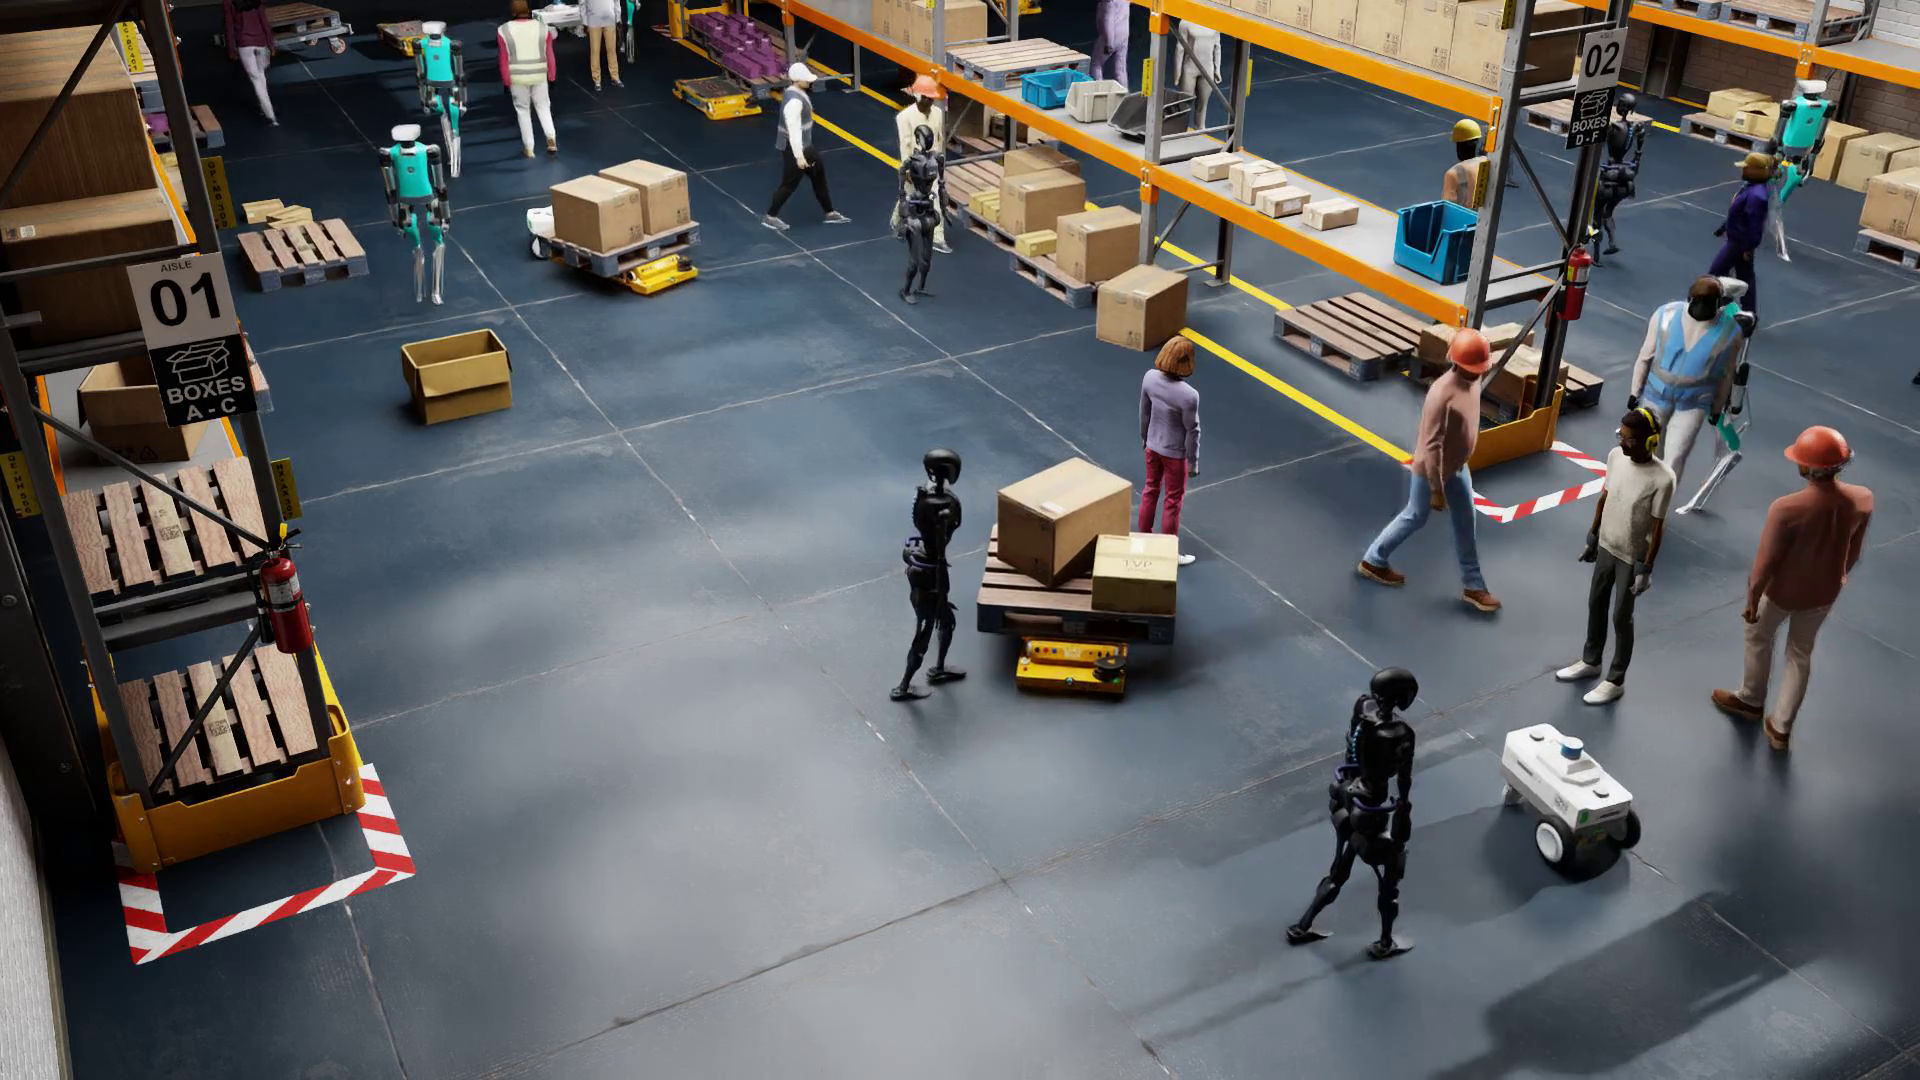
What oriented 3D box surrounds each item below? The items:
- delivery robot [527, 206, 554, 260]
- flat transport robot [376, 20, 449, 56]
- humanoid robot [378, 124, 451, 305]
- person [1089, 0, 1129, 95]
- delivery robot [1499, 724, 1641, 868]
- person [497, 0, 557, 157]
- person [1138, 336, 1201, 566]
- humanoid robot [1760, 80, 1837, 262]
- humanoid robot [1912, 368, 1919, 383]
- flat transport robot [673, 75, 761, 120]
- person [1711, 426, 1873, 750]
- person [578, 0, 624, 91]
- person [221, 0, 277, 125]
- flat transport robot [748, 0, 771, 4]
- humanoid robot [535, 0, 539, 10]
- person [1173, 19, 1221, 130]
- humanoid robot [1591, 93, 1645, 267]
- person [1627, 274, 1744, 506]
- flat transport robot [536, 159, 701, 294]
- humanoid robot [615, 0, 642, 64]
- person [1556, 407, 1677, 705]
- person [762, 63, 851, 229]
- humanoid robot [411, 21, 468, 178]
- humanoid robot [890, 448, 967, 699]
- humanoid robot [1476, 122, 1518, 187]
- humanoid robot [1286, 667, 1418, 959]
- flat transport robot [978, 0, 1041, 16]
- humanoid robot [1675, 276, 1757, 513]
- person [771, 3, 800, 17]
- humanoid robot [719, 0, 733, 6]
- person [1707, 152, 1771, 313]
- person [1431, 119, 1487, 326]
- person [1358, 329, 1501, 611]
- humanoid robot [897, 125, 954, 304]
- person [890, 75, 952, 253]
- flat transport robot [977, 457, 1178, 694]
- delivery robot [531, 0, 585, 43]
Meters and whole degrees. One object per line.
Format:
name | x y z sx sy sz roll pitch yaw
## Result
delivery robot | -3.958 -3.106 16.540 0.777 0.605 0.525 -6 30 -10
flat transport robot | -7.914 -7.266 24.058 0.659 0.231 1.431 -19 35 -29
humanoid robot | -4.874 -2.936 15.092 0.530 1.821 0.745 -6 30 -10
person | 1.820 -6.272 20.719 0.713 1.880 0.654 16 34 26
delivery robot | 3.222 1.325 8.814 0.525 0.592 0.763 -11 32 -18
person | -4.926 -5.269 19.026 0.630 1.828 0.538 -13 32 -22
person | 1.394 -0.589 11.062 0.267 1.632 0.508 -21 36 -32
humanoid robot | 8.056 -3.669 16.341 0.539 1.785 0.878 -2 30 -4
humanoid robot | 8.152 -1.998 13.511 0.401 1.662 0.590 -22 37 -33
flat transport robot | -3.123 -5.667 21.275 0.659 0.231 1.431 -15 33 -25
person | 4.677 0.249 9.281 0.691 1.949 0.604 -4 30 -6
person | -4.688 -6.796 21.748 0.561 1.751 0.324 -16 34 -26
person | -8.756 -6.088 20.348 0.874 1.917 0.526 24 38 36
flat transport robot | -2.874 -8.877 26.863 0.659 0.231 1.431 7 31 12
humanoid robot | -6.674 -8.849 25.443 0.583 1.647 0.707 3 30 6
person | 2.752 -5.447 19.265 0.567 1.892 0.377 -6 30 -10
humanoid robot | 6.272 -3.470 16.038 0.609 1.648 0.339 -9 31 -15
person | 5.040 -1.023 11.635 0.630 1.816 0.820 19 35 30
flat transport robot | -3.277 -2.715 16.135 1.431 0.231 0.659 22 37 34
humanoid robot | -4.718 -7.610 23.211 0.536 1.779 0.946 -6 30 -11
person | 3.834 0.084 9.676 0.343 1.857 0.521 -12 32 -20
person | -1.622 -4.012 16.954 0.888 1.697 0.779 2 30 4
humanoid robot | -5.704 -4.921 18.510 0.553 1.758 0.924 -2 30 -4
humanoid robot | -0.189 0.191 9.672 0.493 1.634 0.601 -5 30 -9
humanoid robot | 5.846 -4.677 18.162 0.727 1.627 0.599 13 32 22
humanoid robot | 1.921 1.270 7.817 0.598 1.643 0.590 -8 31 -14
flat transport robot | 0.691 -8.519 26.240 0.659 0.231 1.431 -12 32 -19
humanoid robot | 5.508 -1.094 11.867 0.958 1.772 0.556 -18 34 -28
person | -2.662 -9.030 25.584 0.559 1.808 0.939 -14 33 -24
humanoid robot | -3.626 -8.841 25.416 0.809 1.850 0.538 -10 31 -17
person | 6.785 -2.650 14.699 0.832 1.580 0.459 12 32 21
person | 4.311 -2.688 14.436 0.584 1.917 0.381 -21 36 -31
person | 3.077 -0.478 10.577 0.982 1.935 0.644 23 37 34
humanoid robot | -0.353 -2.989 15.206 0.599 1.648 0.379 -24 37 -35
person | -0.398 -3.749 16.473 0.557 1.723 0.809 -20 35 -30
flat transport robot | 0.752 0.483 10.569 0.659 0.231 1.431 4 30 7
delivery robot | -5.925 -7.616 24.395 0.784 0.609 0.499 -20 35 -31
